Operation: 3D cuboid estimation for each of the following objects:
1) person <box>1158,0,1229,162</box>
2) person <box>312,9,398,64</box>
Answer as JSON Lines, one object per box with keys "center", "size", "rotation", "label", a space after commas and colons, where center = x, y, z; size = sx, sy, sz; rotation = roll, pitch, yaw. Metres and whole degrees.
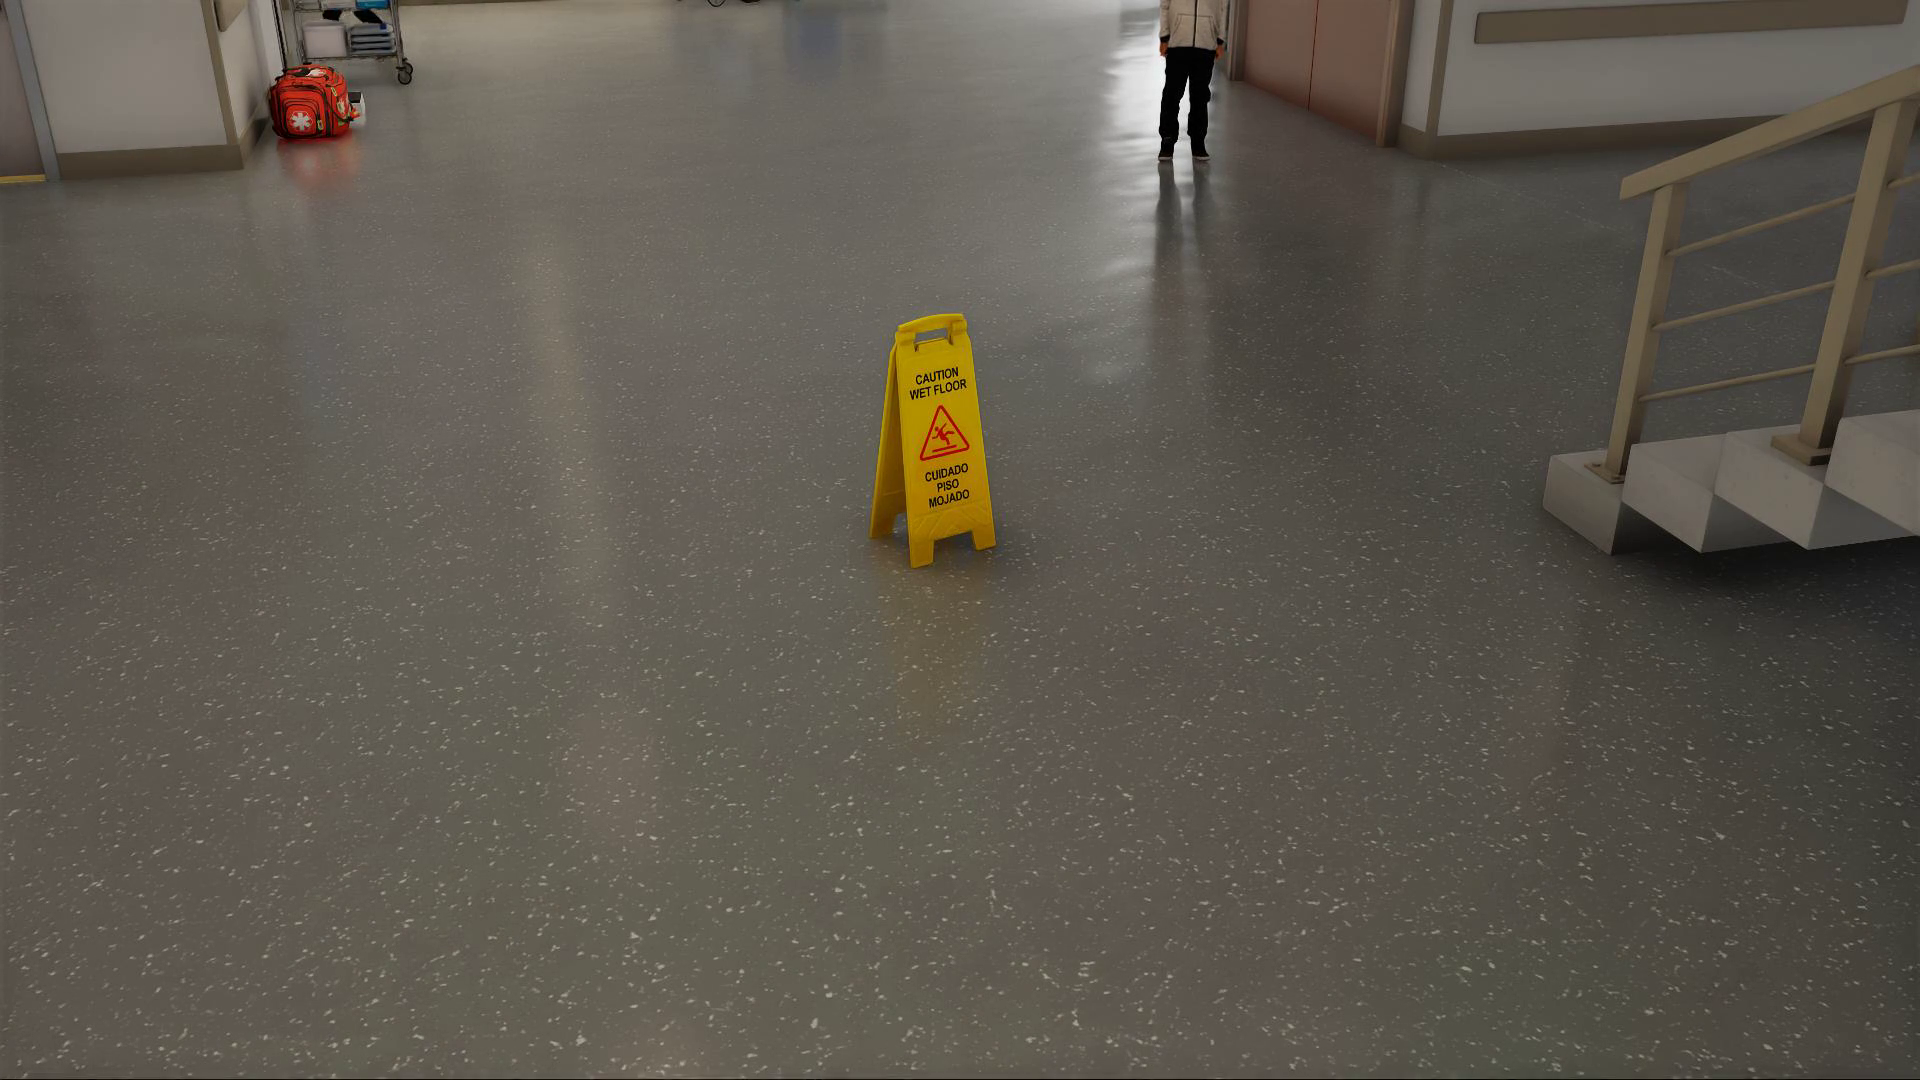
{"center": [1.437, -3.110, 10.364], "size": [0.619, 1.454, 0.588], "rotation": [-1, 26, -2], "label": "person"}
{"center": [-4.896, -4.549, 13.371], "size": [0.910, 1.435, 0.998], "rotation": [5, 26, 9], "label": "person"}
